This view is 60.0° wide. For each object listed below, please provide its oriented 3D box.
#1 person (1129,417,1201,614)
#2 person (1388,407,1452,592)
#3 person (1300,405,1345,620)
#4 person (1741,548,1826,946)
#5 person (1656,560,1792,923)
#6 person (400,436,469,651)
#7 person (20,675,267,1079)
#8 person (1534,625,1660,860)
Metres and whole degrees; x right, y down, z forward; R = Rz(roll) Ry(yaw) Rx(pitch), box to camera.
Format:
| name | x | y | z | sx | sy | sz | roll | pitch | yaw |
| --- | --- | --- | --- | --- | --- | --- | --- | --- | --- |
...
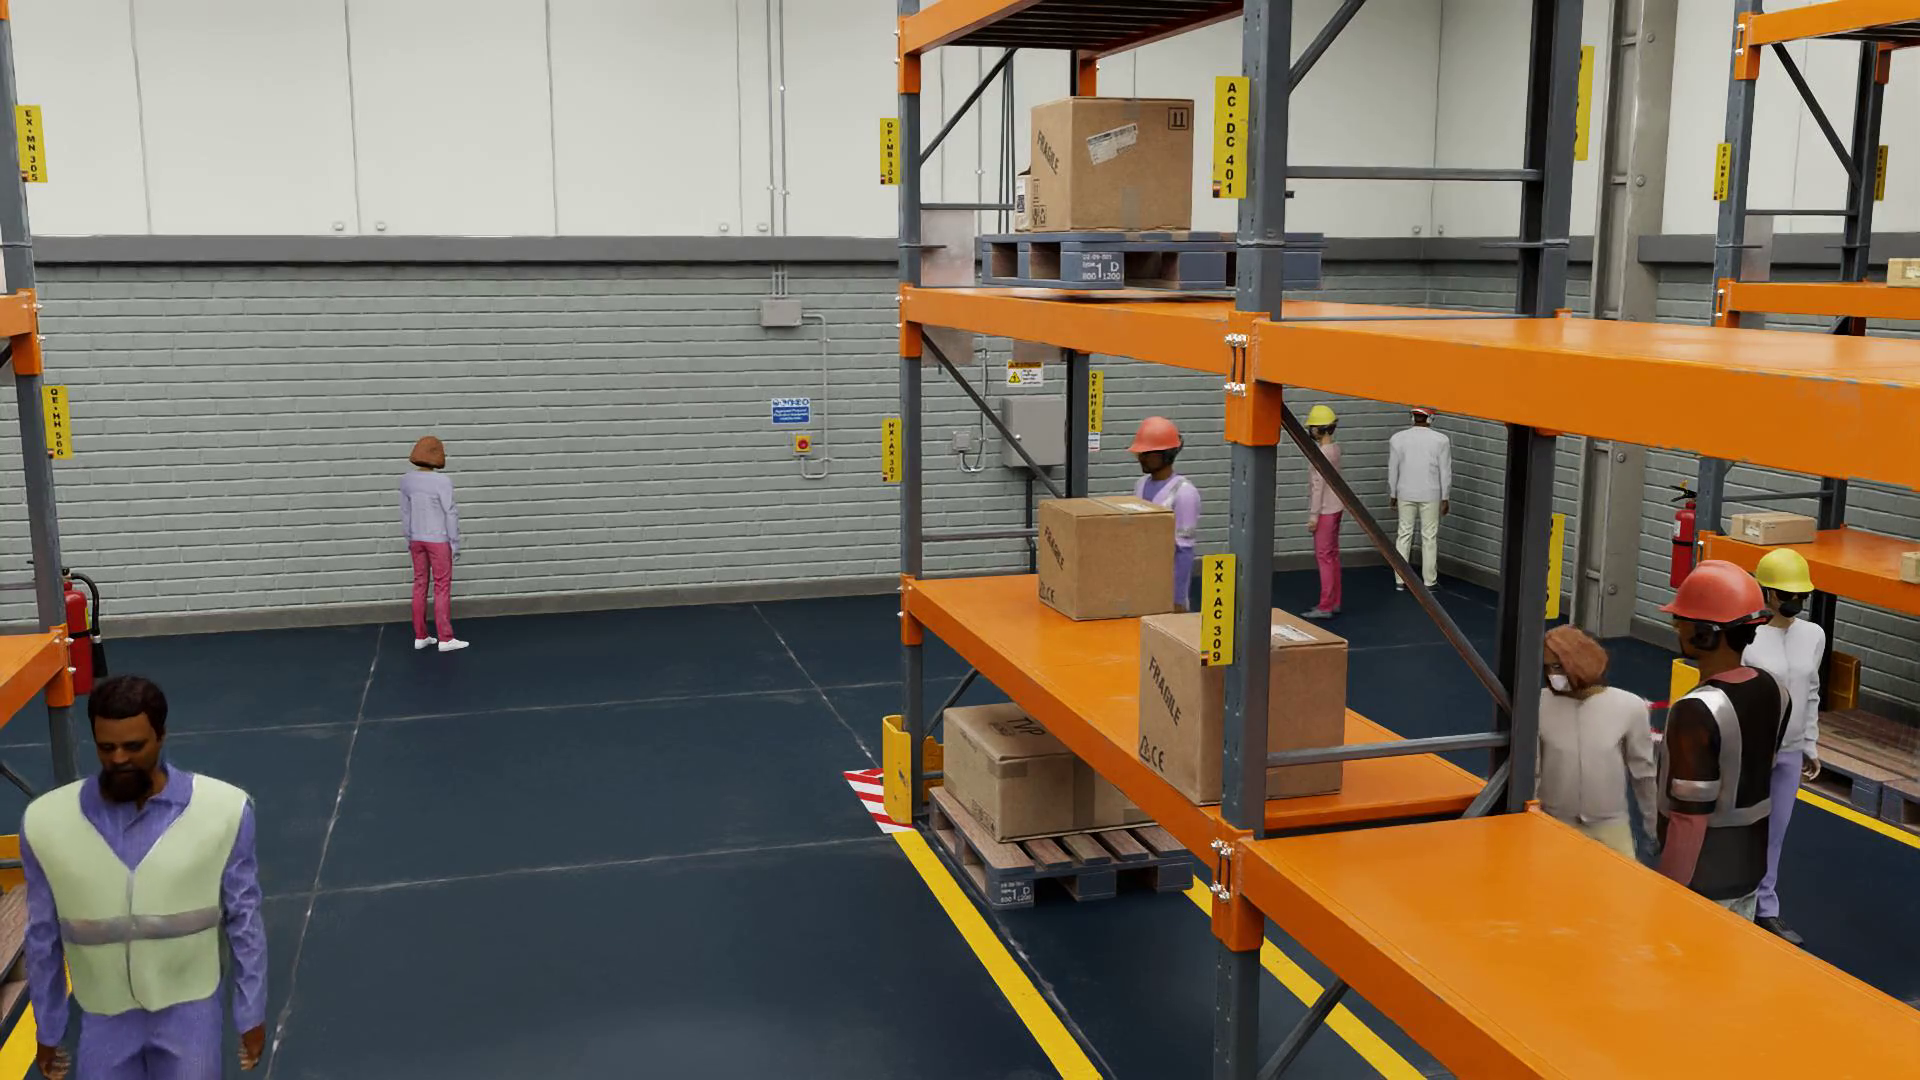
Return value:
| name | x | y | z | sx | sy | sz | roll | pitch | yaw |
| --- | --- | --- | --- | --- | --- | --- | --- | --- | --- |
| person | 1.186 | 0.271 | 10.049 | 0.398 | 2.036 | 0.608 | -5 | 11 | -25 |
| person | 4.073 | -0.409 | 14.720 | 0.559 | 1.751 | 0.326 | 6 | 12 | 31 |
| person | 2.977 | -0.229 | 13.687 | 0.352 | 1.756 | 0.518 | 5 | 11 | 25 |
| person | 3.494 | 0.905 | 7.197 | 0.525 | 1.769 | 0.316 | -3 | 10 | -15 |
| person | 2.415 | 1.076 | 5.433 | 0.605 | 2.045 | 0.377 | -9 | 13 | -41 |
| person | -3.989 | 0.025 | 12.586 | 0.508 | 1.632 | 0.274 | 5 | 11 | 25 |
| person | -2.236 | 1.287 | 4.616 | 0.613 | 1.905 | 0.489 | -3 | 10 | -18 |
| person | 2.426 | 1.119 | 6.471 | 0.577 | 1.600 | 0.332 | 3 | 11 | 19 |
